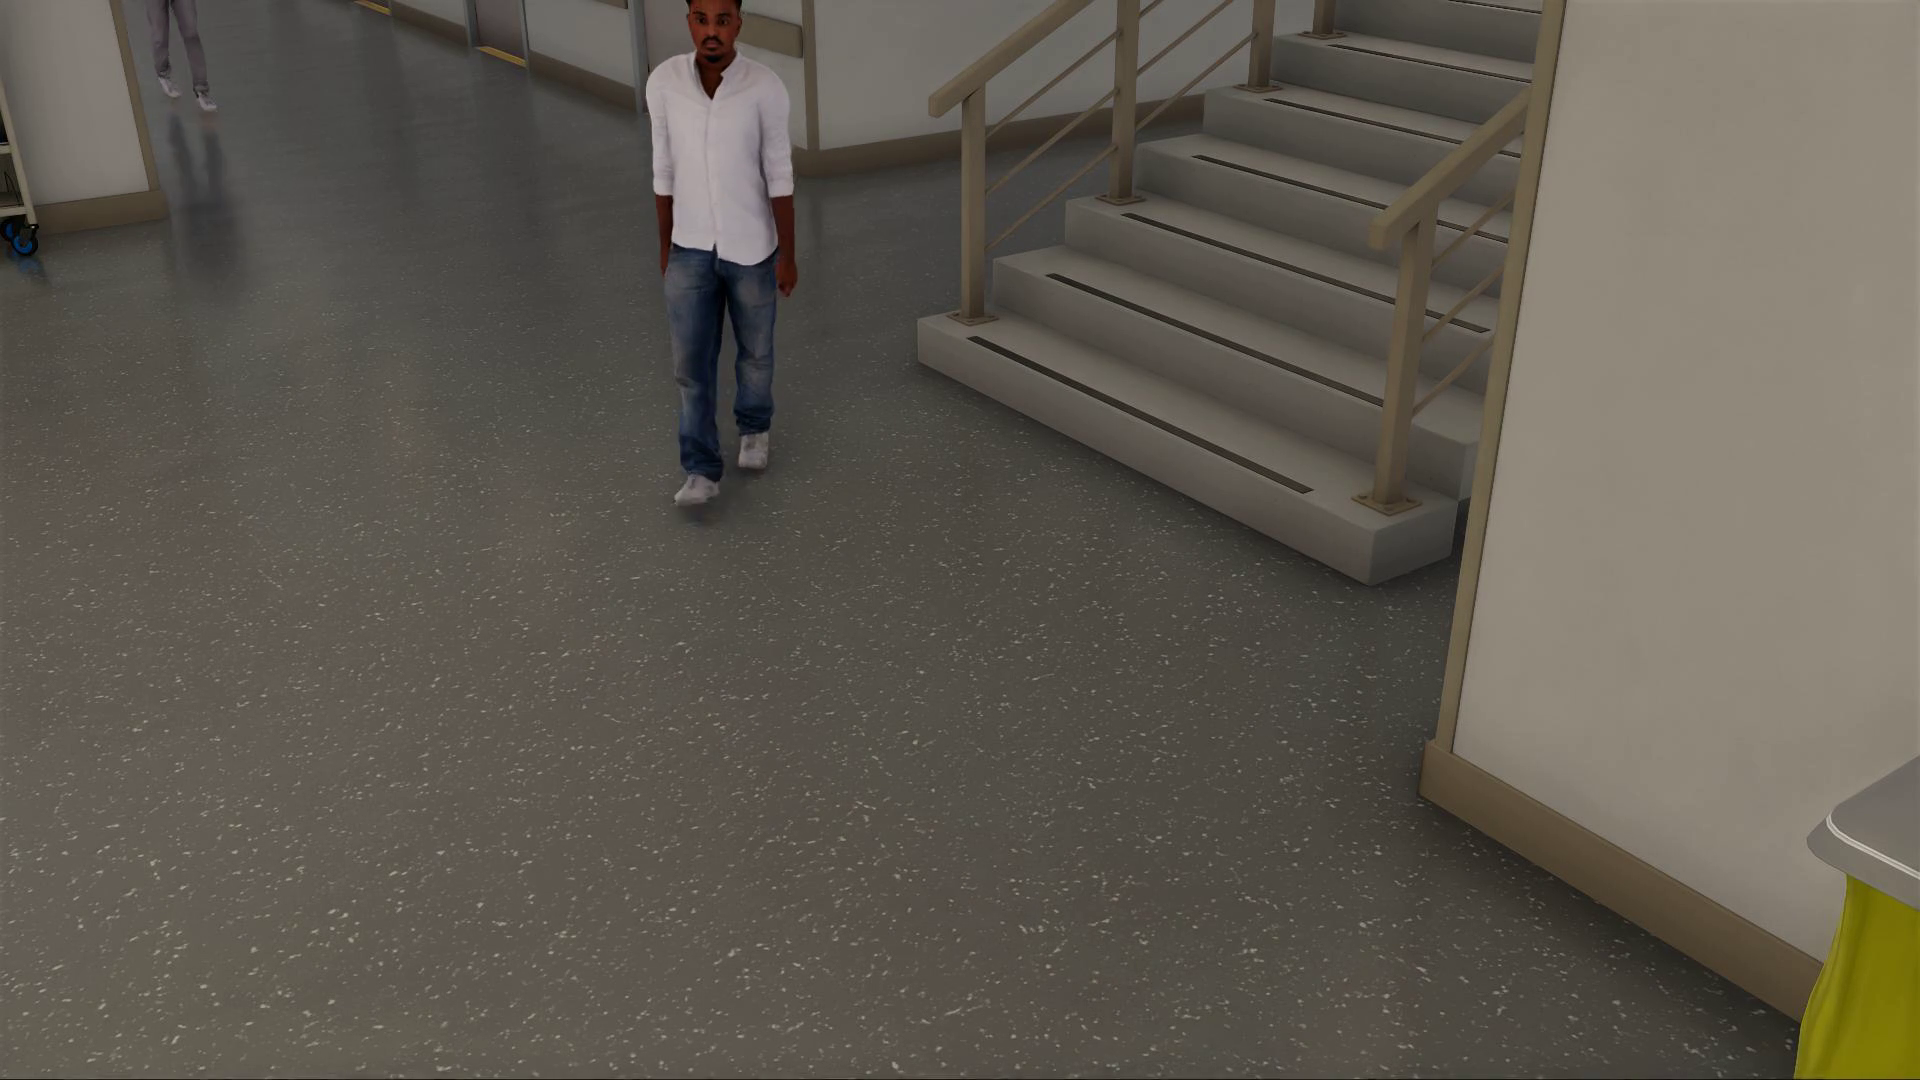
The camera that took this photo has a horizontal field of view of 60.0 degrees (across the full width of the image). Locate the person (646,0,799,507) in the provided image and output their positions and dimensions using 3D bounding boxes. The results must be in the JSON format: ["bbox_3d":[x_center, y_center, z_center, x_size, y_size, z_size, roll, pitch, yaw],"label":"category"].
[{"bbox_3d":[-0.807,-1.068,5.803,1.063,1.785,1.062,1,26,1],"label":"person"}]

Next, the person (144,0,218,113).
[{"bbox_3d":[-5.739,-4.028,11.919,1.122,1.805,0.796,-19,32,-34],"label":"person"}]
